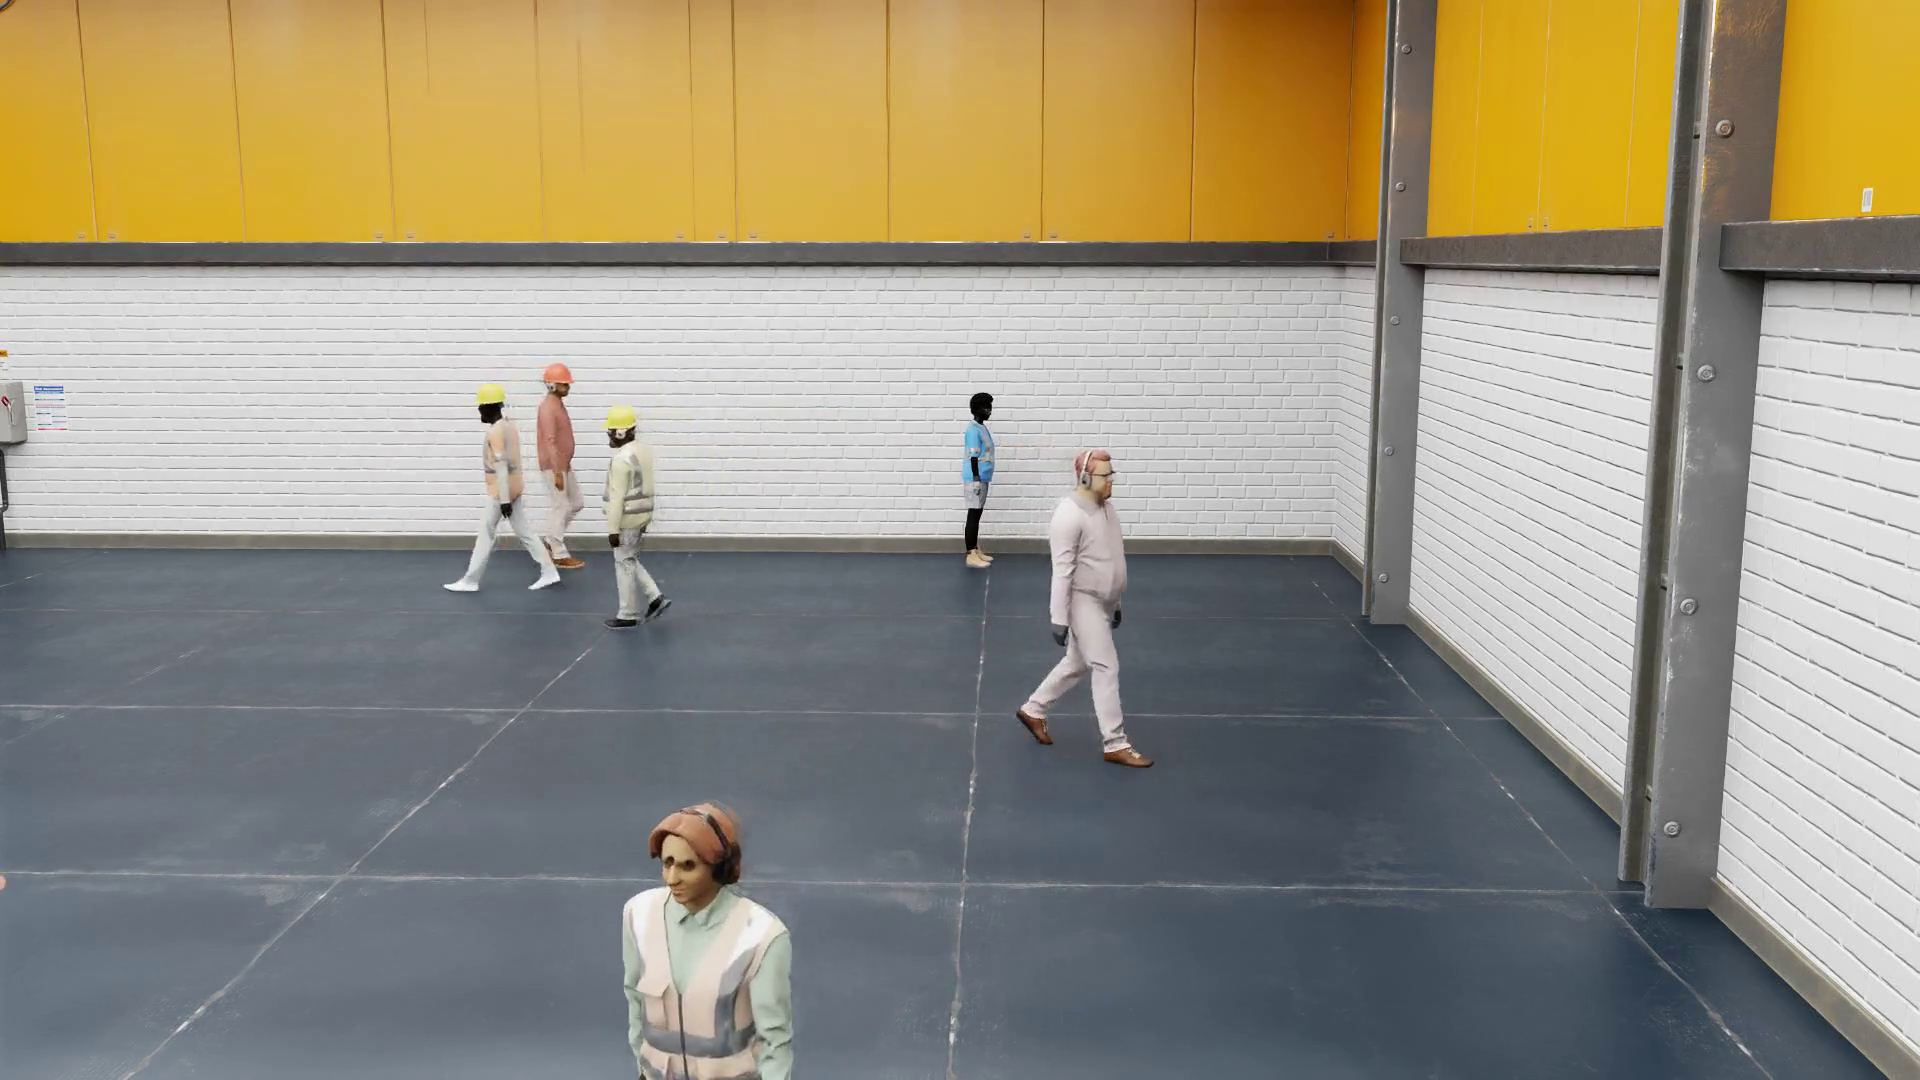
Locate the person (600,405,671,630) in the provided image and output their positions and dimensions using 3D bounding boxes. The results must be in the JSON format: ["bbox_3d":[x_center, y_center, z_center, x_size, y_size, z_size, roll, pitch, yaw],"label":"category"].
[{"bbox_3d":[-2.637,-0.168,13.266,0.427,1.820,0.617,2,10,9],"label":"person"}]

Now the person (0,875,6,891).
[{"bbox_3d":[-2.041,1.471,3.326,0.545,1.938,0.361,9,13,43],"label":"person"}]

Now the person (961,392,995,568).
[{"bbox_3d":[0.179,-0.582,16.067,0.319,1.693,0.533,1,10,8],"label":"person"}]

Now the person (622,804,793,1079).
[{"bbox_3d":[-0.680,1.475,4.268,0.544,1.592,0.835,4,10,21],"label":"person"}]

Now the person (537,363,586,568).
[{"bbox_3d":[-3.828,-0.701,15.897,0.421,1.982,0.655,0,10,-2],"label":"person"}]

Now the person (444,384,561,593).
[{"bbox_3d":[-4.065,-0.455,14.806,1.012,1.878,0.613,0,10,-3],"label":"person"}]

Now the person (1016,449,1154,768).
[{"bbox_3d":[0.726,0.379,9.924,0.927,1.875,0.652,5,11,28],"label":"person"}]
